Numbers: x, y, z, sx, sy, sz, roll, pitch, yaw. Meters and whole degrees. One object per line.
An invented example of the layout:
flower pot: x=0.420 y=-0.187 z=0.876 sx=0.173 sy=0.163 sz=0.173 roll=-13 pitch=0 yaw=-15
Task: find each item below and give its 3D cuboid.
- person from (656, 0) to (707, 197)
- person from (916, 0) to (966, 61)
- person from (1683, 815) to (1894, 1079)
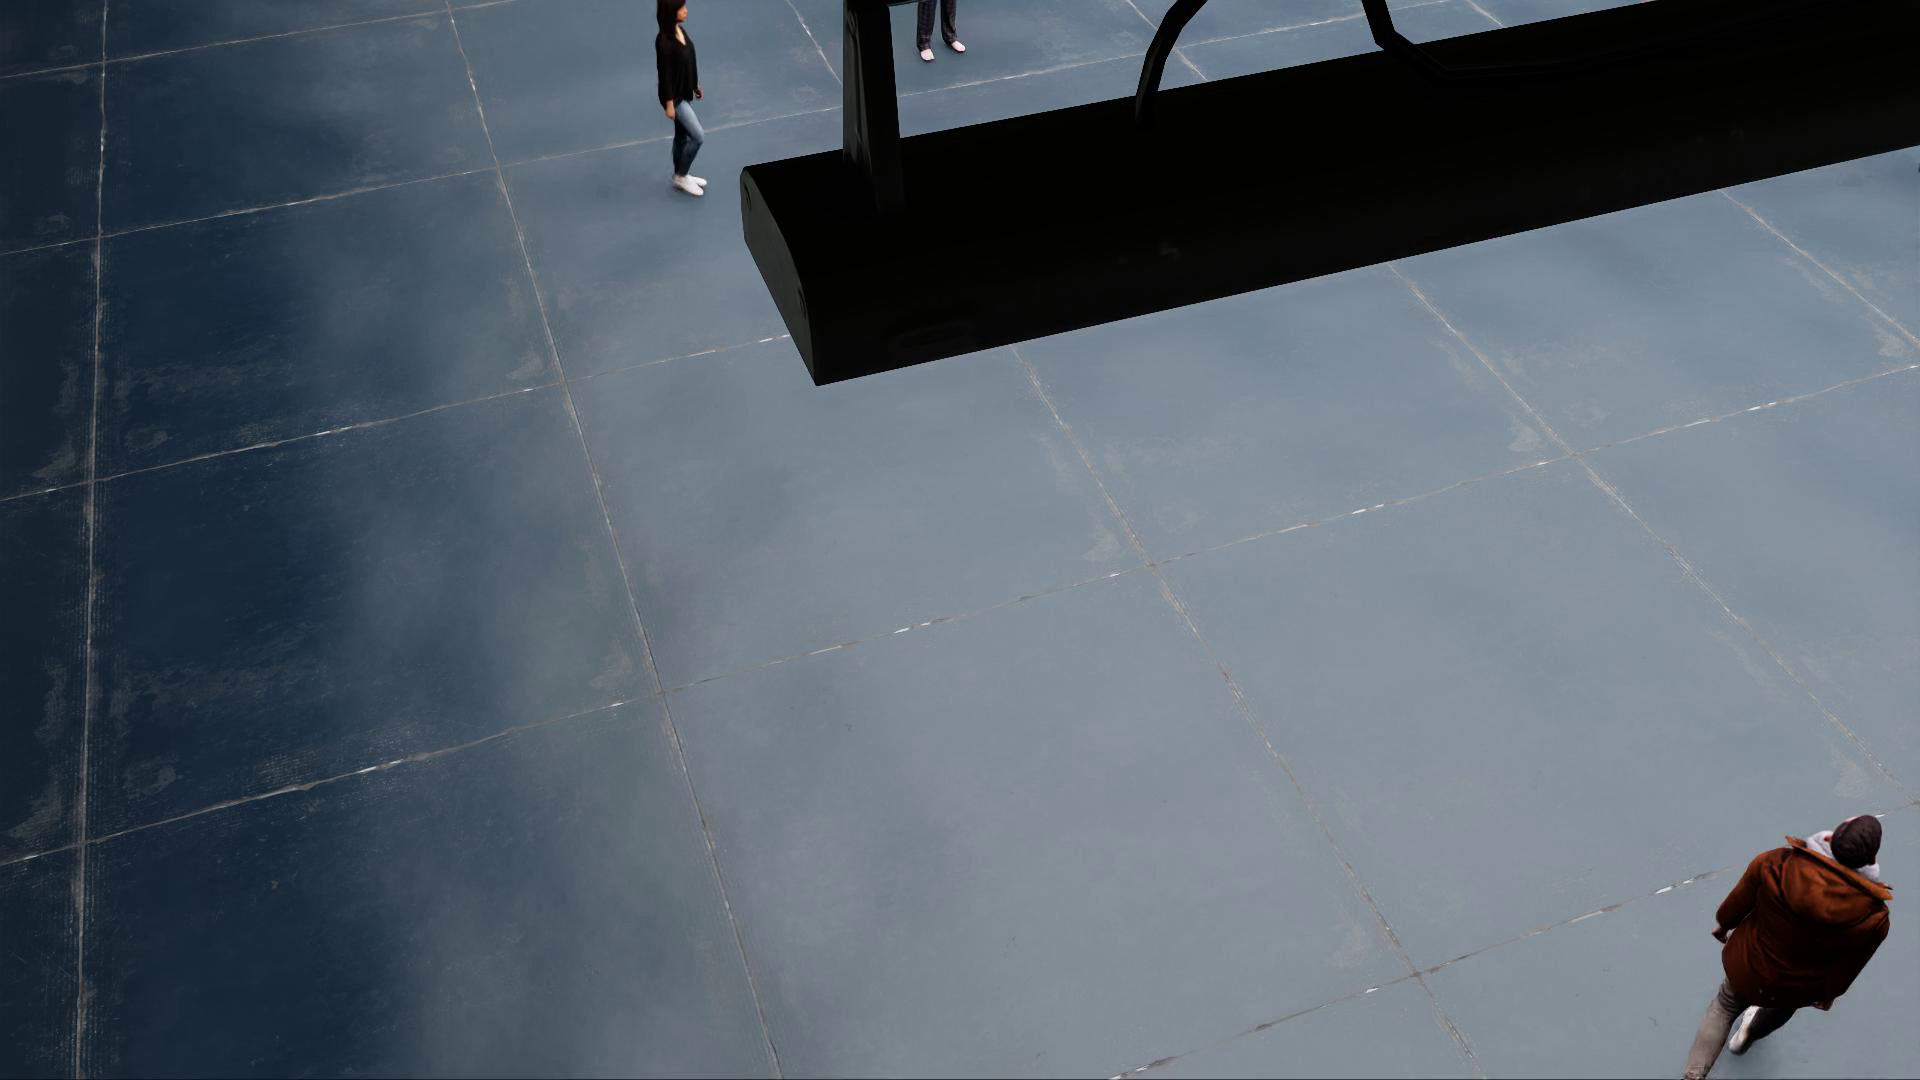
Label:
person: x=-2.204 y=-3.380 z=12.573 sx=0.700 sy=1.636 sz=0.591 roll=1 pitch=43 yaw=1
person: x=-0.171 y=-5.058 z=14.196 sx=0.697 sy=1.872 sz=0.608 roll=-22 pitch=47 yaw=-22
person: x=3.384 y=1.799 z=6.899 sx=1.186 sy=1.810 sz=1.155 roll=27 pitch=49 yaw=26
